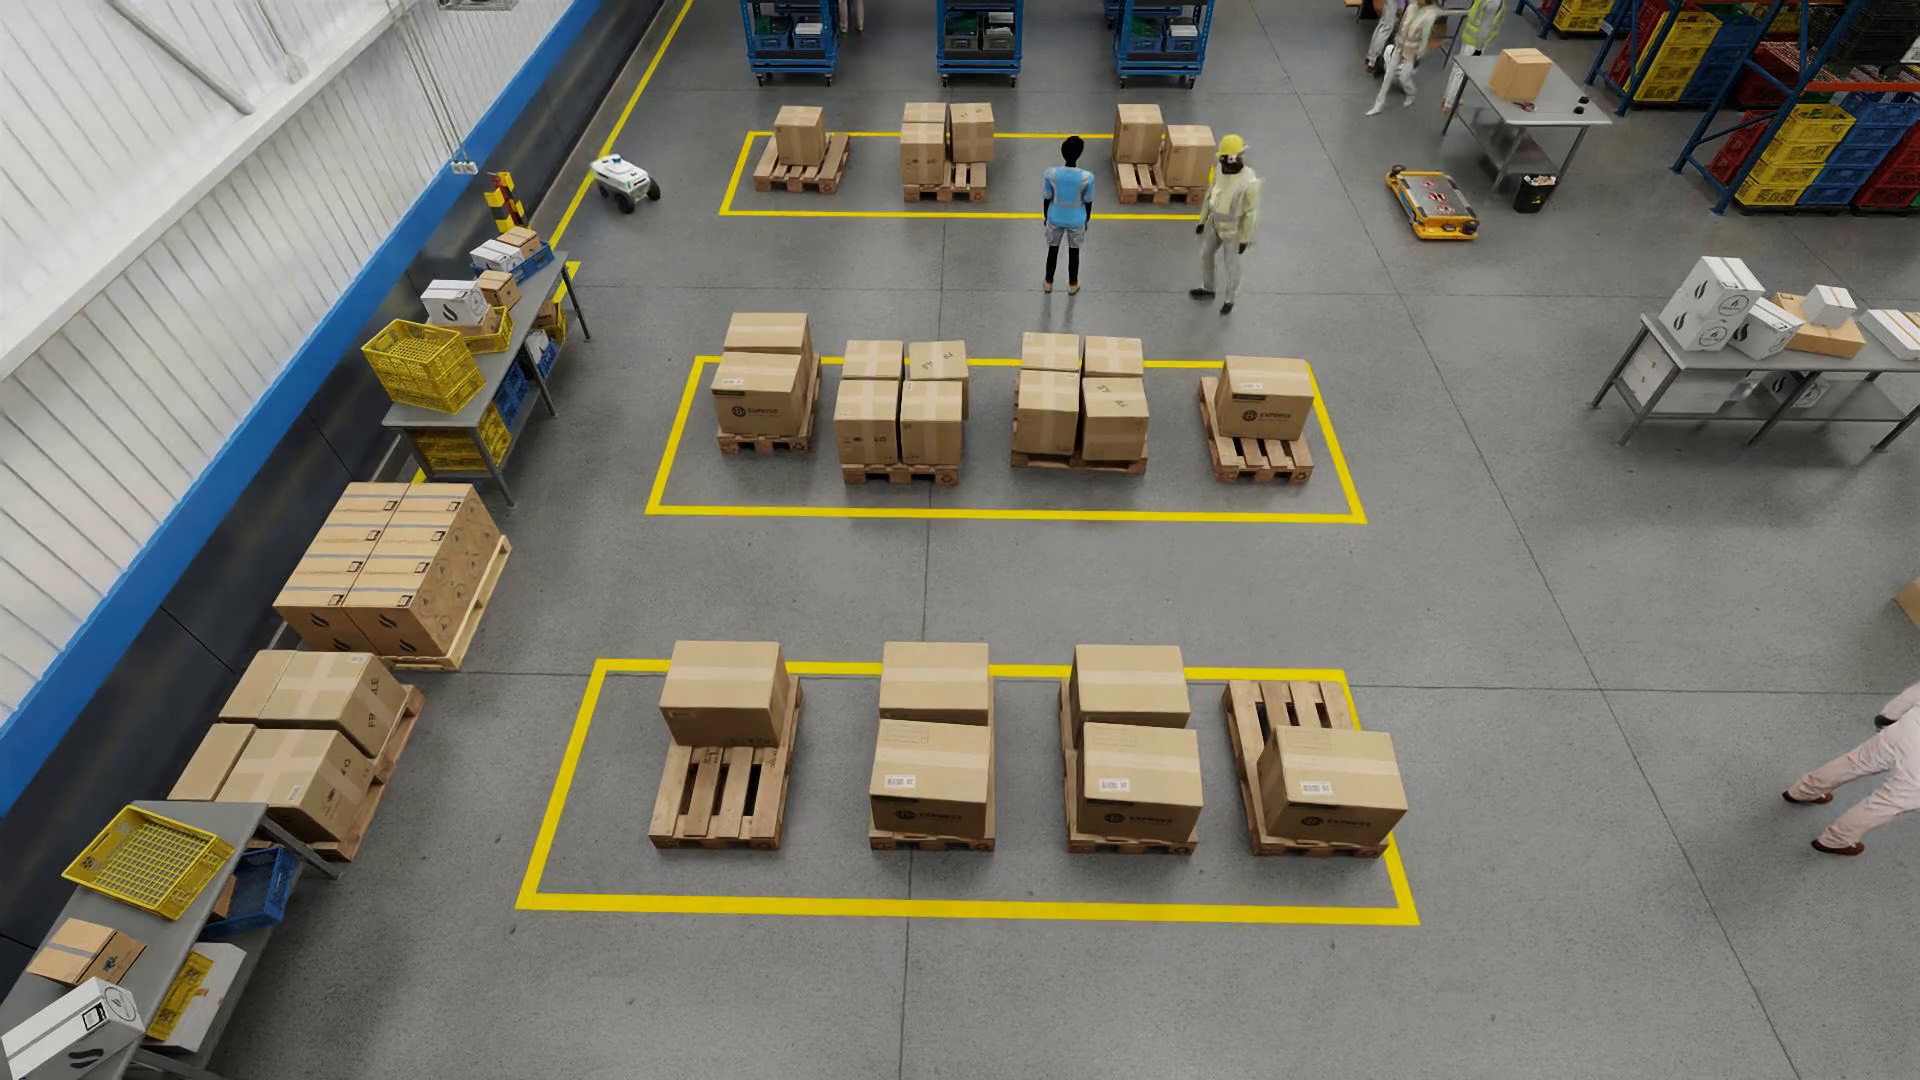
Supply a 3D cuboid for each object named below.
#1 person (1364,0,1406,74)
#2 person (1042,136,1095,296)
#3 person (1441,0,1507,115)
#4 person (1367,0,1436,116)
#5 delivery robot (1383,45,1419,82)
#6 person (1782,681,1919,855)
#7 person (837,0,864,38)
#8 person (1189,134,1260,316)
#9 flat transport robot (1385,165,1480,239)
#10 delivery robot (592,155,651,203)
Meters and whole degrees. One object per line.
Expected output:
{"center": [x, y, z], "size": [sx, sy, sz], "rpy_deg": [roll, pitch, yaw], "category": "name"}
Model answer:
{"center": [6.279, -7.771, 13.156], "size": [0.382, 1.931, 0.626], "rpy_deg": [8, 50, 7], "category": "person"}
{"center": [1.097, -3.306, 9.440], "size": [0.532, 1.696, 0.319], "rpy_deg": [10, 50, 8], "category": "person"}
{"center": [6.947, -6.711, 12.297], "size": [0.429, 1.842, 0.628], "rpy_deg": [11, 50, 10], "category": "person"}
{"center": [6.024, -6.561, 12.312], "size": [0.649, 1.604, 0.533], "rpy_deg": [-21, 52, -18], "category": "person"}
{"center": [6.373, -6.919, 13.258], "size": [0.477, 0.478, 0.707], "rpy_deg": [4, 49, 4], "category": "delivery robot"}
{"center": [5.714, 1.238, 5.379], "size": [0.398, 1.900, 0.651], "rpy_deg": [2, 49, 2], "category": "person"}
{"center": [-1.715, -8.788, 14.003], "size": [0.624, 1.980, 0.411], "rpy_deg": [-19, 52, -16], "category": "person"}
{"center": [2.700, -3.159, 9.259], "size": [0.432, 1.785, 0.650], "rpy_deg": [-22, 53, -18], "category": "person"}
{"center": [5.692, -4.094, 11.059], "size": [0.652, 0.197, 1.431], "rpy_deg": [1, 49, 1], "category": "flat transport robot"}
{"center": [-4.095, -4.406, 11.083], "size": [0.707, 0.478, 0.477], "rpy_deg": [30, 55, 23], "category": "delivery robot"}
